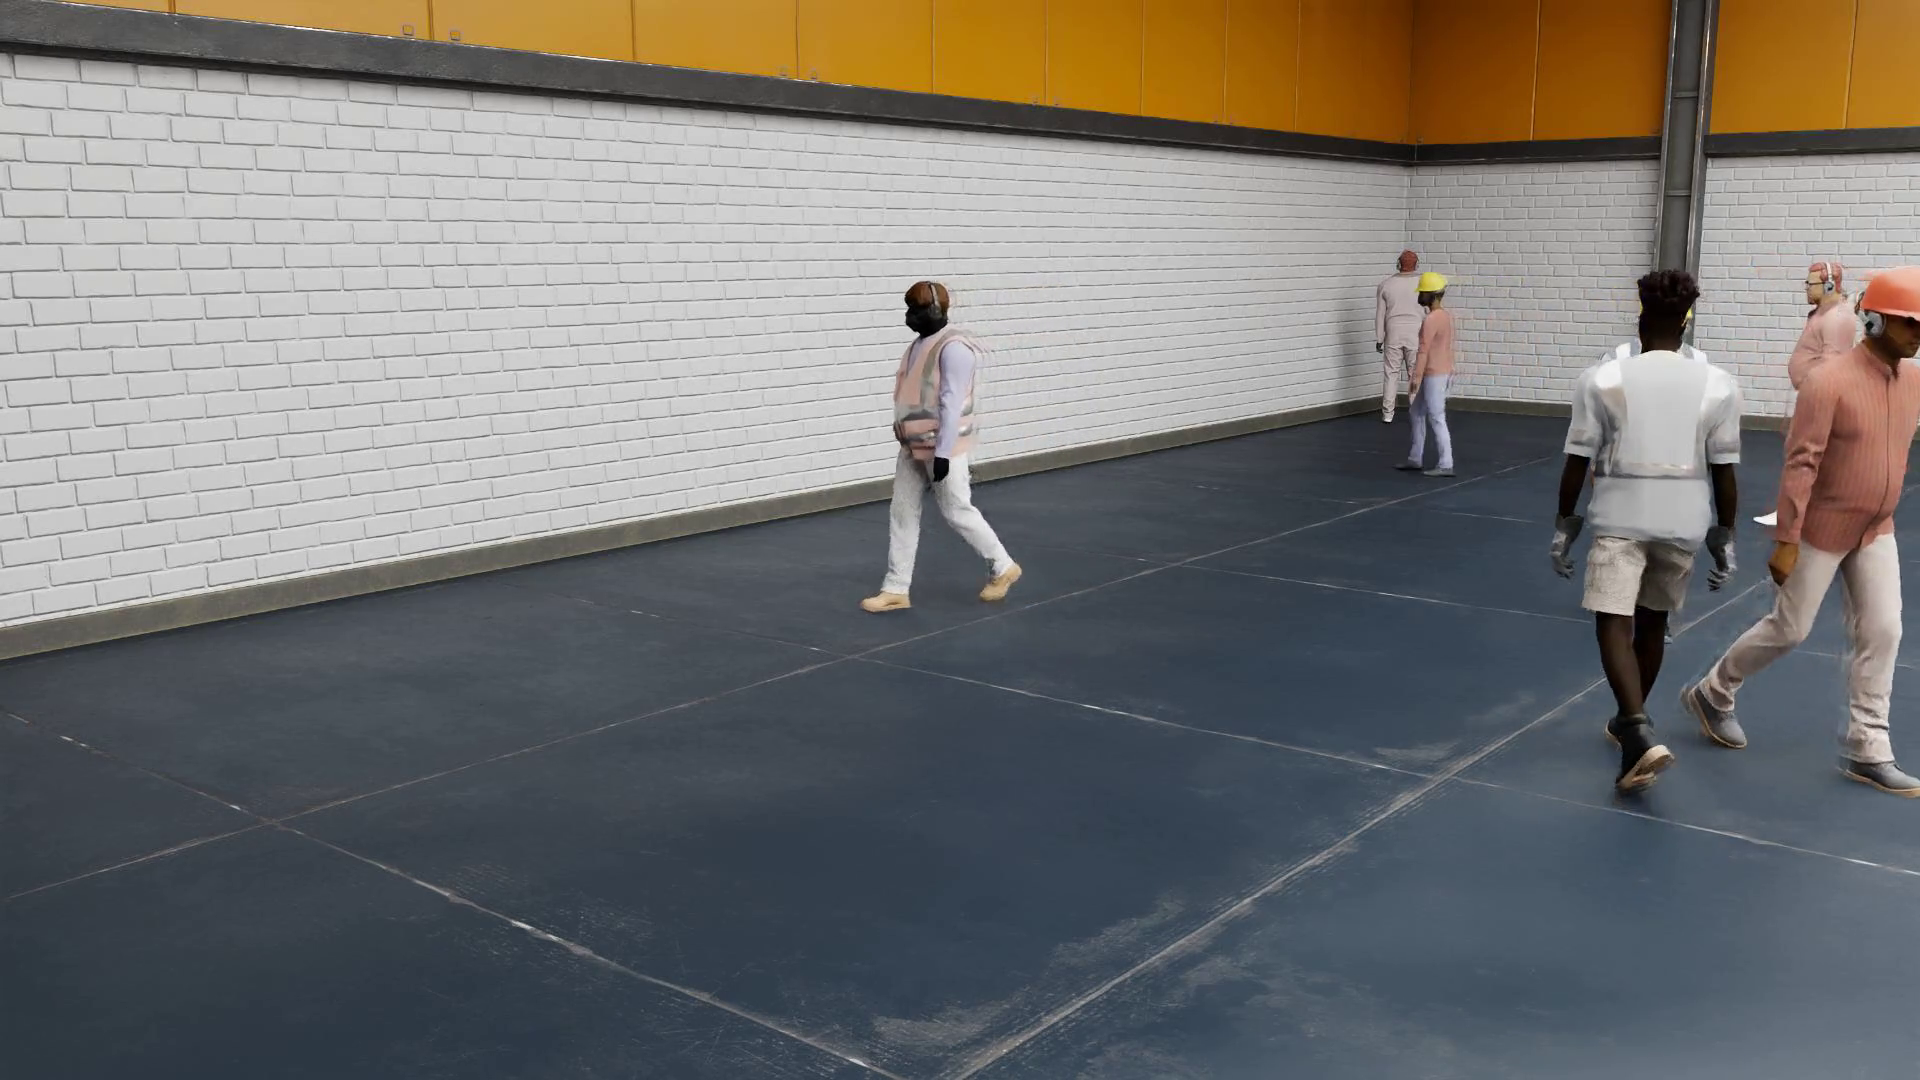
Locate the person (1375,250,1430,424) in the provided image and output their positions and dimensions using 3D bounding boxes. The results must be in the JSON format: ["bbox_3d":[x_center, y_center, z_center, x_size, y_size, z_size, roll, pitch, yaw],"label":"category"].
[{"bbox_3d":[4.912,-2.227,18.341,0.651,1.907,0.409,4,11,20],"label":"person"}]

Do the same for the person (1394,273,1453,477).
[{"bbox_3d":[3.976,-1.411,14.287,0.697,1.739,0.539,6,12,29],"label":"person"}]

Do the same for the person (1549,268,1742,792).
[{"bbox_3d":[2.578,-0.053,6.241,0.640,1.930,0.941,2,10,9],"label":"person"}]

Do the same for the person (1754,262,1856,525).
[{"bbox_3d":[6.099,-1.002,11.639,0.773,1.876,0.648,6,12,29],"label":"person"}]

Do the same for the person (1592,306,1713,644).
[{"bbox_3d":[3.540,-0.418,8.568,0.593,1.816,0.690,2,10,10],"label":"person"}]

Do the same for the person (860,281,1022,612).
[{"bbox_3d":[-0.082,-0.512,9.123,0.890,1.816,0.620,-6,12,-29],"label":"person"}]

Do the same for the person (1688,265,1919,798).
[{"bbox_3d":[3.240,-0.066,6.301,0.644,1.948,0.906,-4,11,-21],"label":"person"}]
